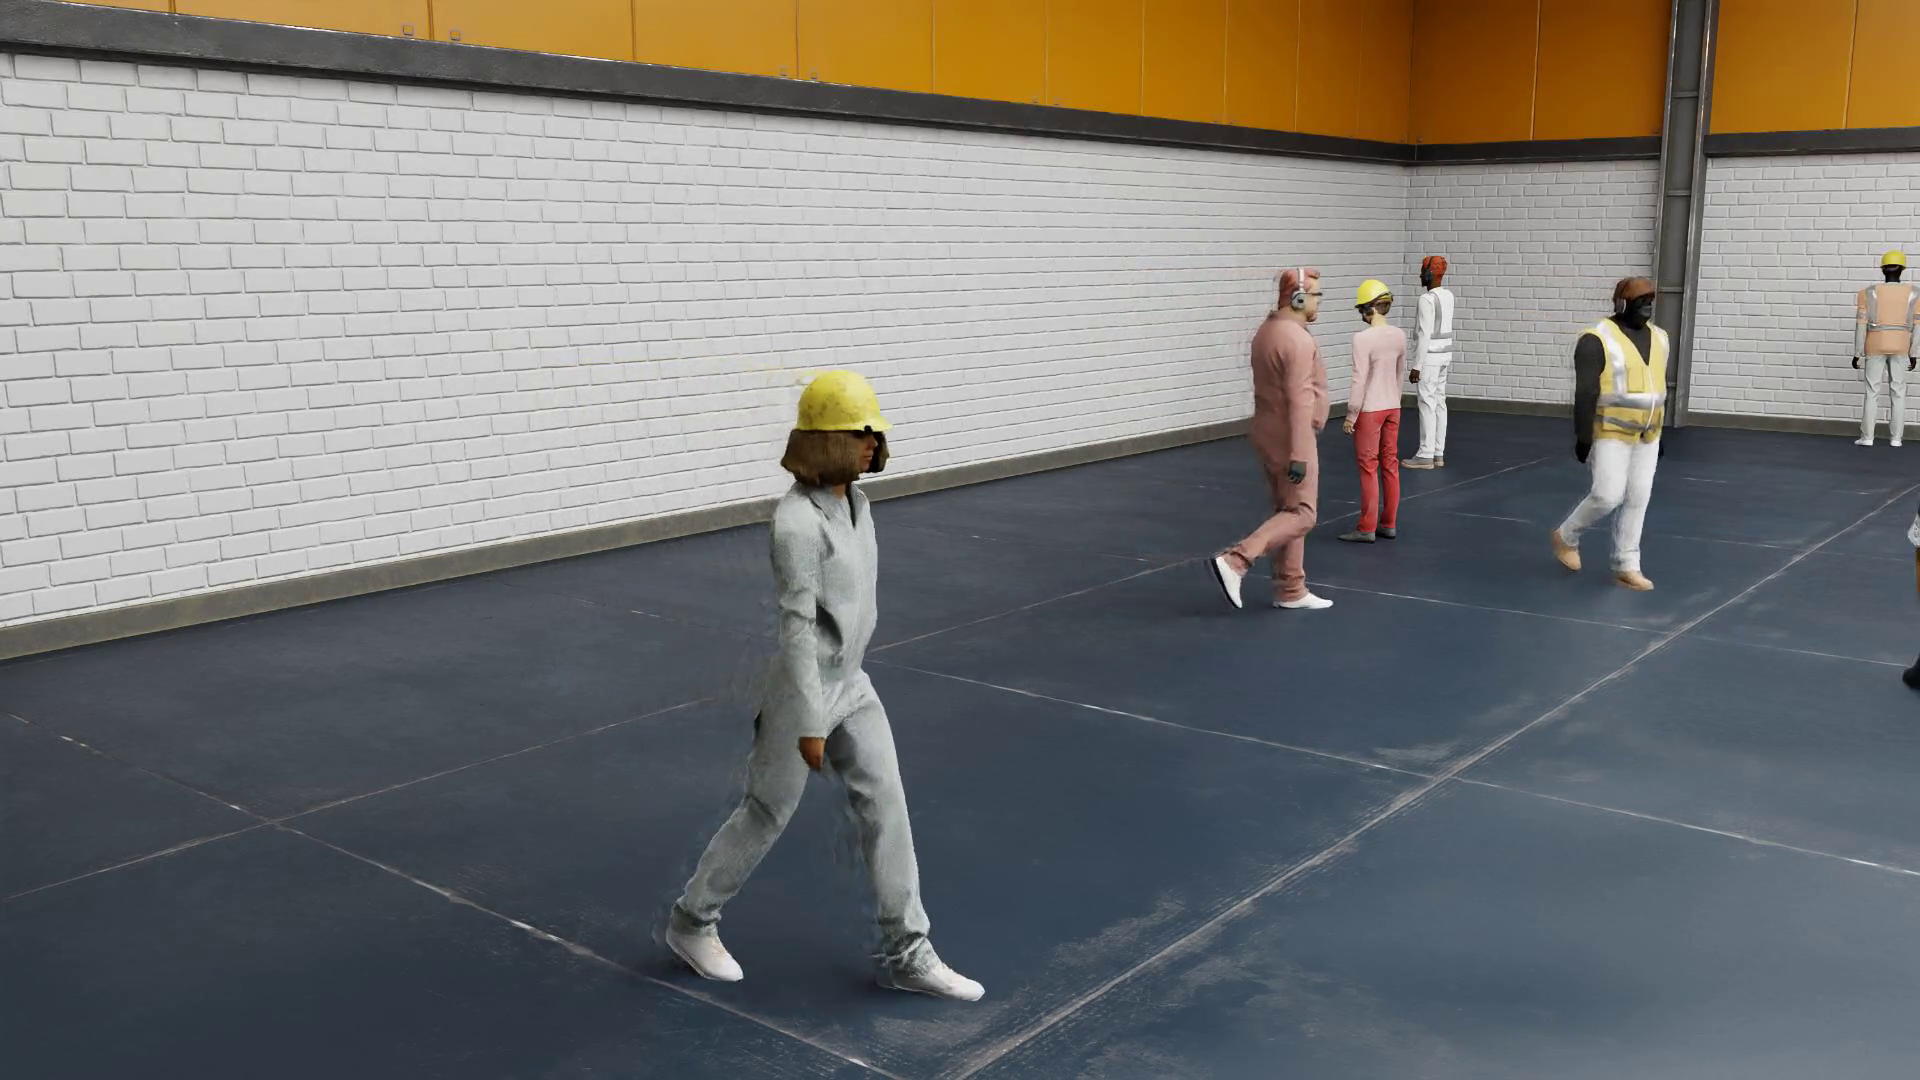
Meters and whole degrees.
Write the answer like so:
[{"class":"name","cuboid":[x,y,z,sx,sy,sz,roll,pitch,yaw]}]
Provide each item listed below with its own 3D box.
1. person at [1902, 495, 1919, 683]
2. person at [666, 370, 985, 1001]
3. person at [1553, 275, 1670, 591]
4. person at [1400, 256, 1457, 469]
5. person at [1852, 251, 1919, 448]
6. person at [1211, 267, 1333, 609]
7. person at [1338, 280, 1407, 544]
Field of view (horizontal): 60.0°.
[{"class":"person","cuboid":[4.534,-0.256,7.409,0.566,1.909,0.480,1,10,5]},{"class":"person","cuboid":[-0.416,0.392,4.416,0.894,1.701,0.496,4,11,21]},{"class":"person","cuboid":[3.844,-0.630,9.734,0.628,1.826,0.564,-4,11,-21]},{"class":"person","cuboid":[4.179,-1.575,14.796,0.355,1.882,0.576,8,13,38]},{"class":"person","cuboid":[9.046,-1.857,16.259,0.589,1.918,0.392,3,11,17]},{"class":"person","cuboid":[1.710,-0.521,8.970,0.658,1.885,0.647,-1,10,-8]},{"class":"person","cuboid":[2.763,-0.855,11.153,0.524,1.760,0.326,-8,13,-38]}]
